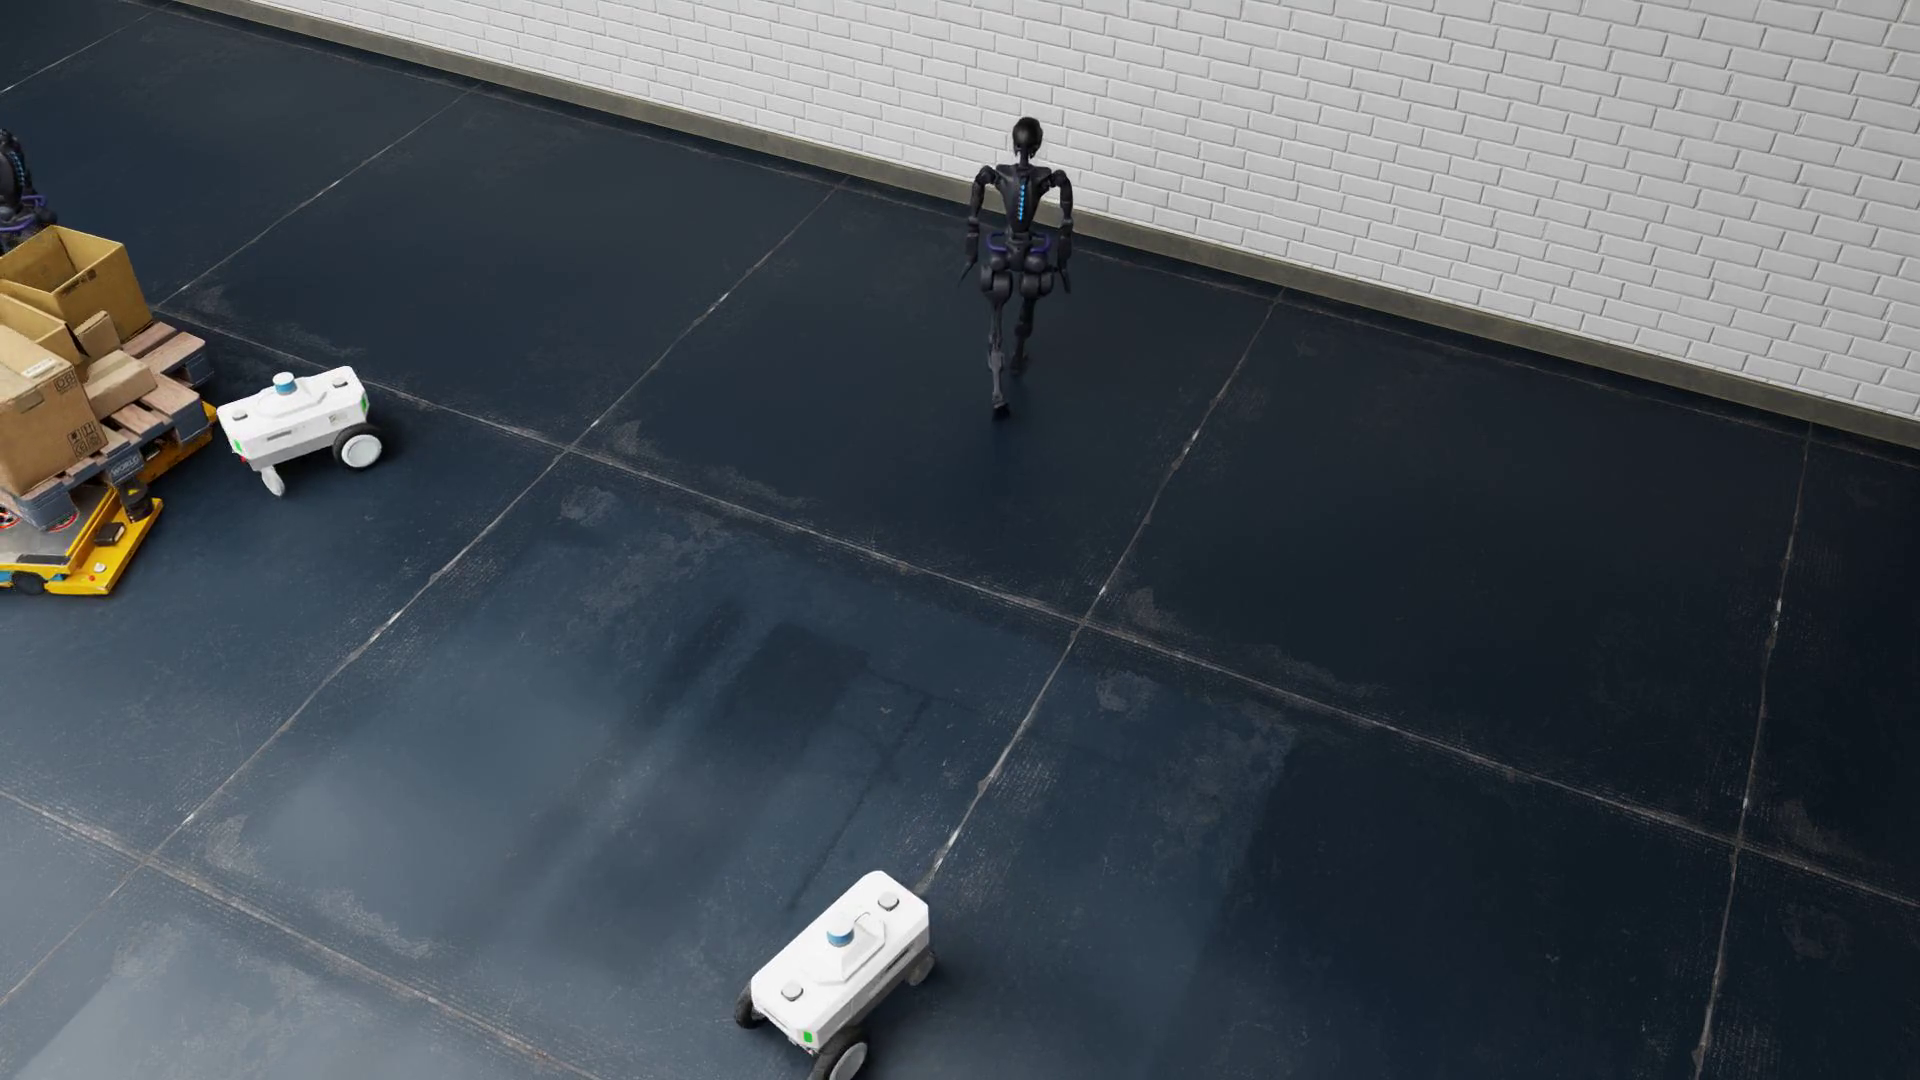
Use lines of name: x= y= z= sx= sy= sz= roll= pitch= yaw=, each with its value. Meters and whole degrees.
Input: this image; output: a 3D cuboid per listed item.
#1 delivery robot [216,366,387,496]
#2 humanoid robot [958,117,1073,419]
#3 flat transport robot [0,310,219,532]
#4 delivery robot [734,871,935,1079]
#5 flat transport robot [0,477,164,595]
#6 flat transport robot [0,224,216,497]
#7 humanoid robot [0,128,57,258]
delivery robot: x=-3.437 y=-0.614 z=8.701 sx=0.754 sy=0.587 sz=0.524 roll=-23 pitch=48 yaw=-23
humanoid robot: x=0.294 y=-1.430 z=8.804 sx=0.609 sy=1.643 sz=0.751 roll=0 pitch=43 yaw=0
flat transport robot: x=-4.702 y=-0.448 z=8.738 sx=0.659 sy=0.231 sz=1.431 roll=25 pitch=48 yaw=25
delivery robot: x=-0.461 y=1.642 z=6.278 sx=0.499 sy=0.601 sz=0.775 roll=31 pitch=51 yaw=29
flat transport robot: x=-4.823 y=-0.040 z=8.298 sx=1.431 sy=0.231 sz=0.659 roll=3 pitch=43 yaw=3
flat transport robot: x=-4.796 y=-0.648 z=8.954 sx=1.431 sy=0.231 sz=0.659 roll=22 pitch=47 yaw=22
humanoid robot: x=-5.078 y=-1.619 z=8.964 sx=0.372 sy=1.657 sz=0.585 roll=0 pitch=43 yaw=0
